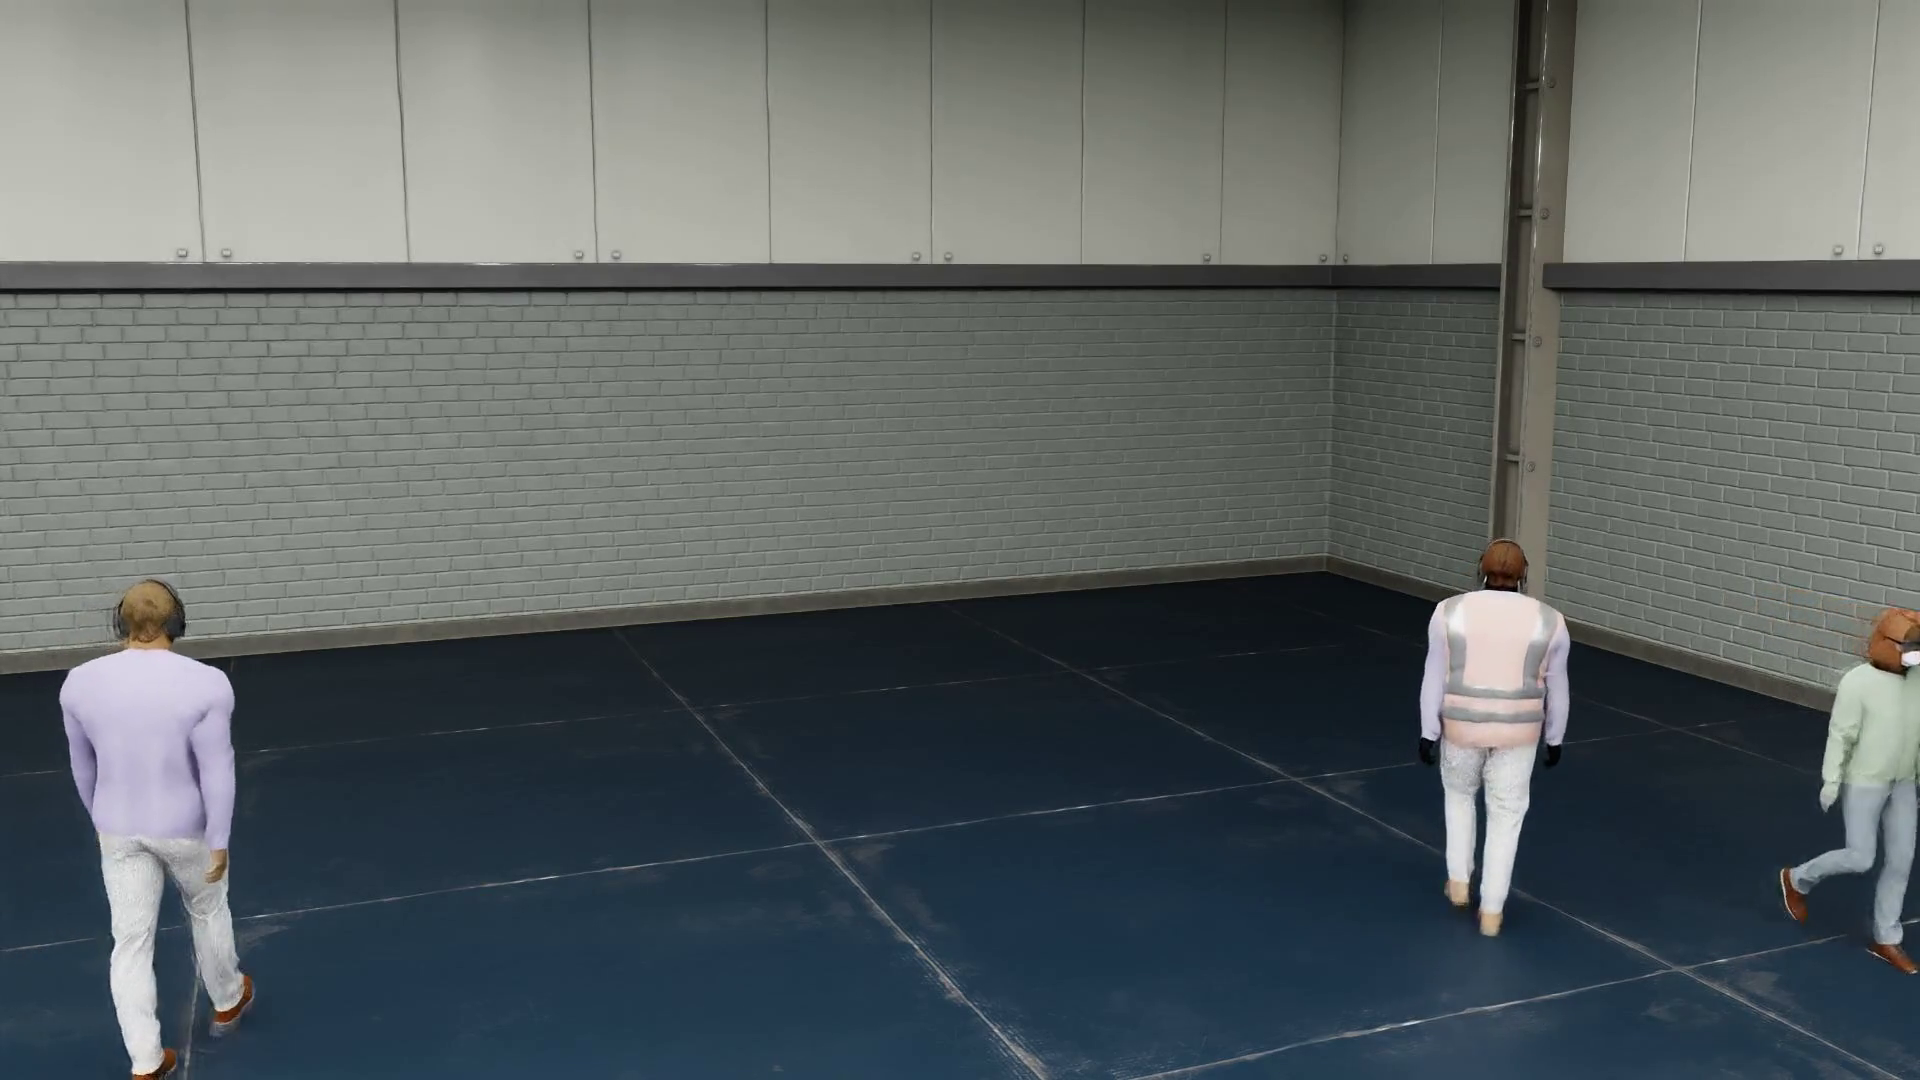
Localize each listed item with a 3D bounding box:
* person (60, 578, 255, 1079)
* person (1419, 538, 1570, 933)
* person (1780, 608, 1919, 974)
[{"bbox_3d":[-3.053,1.078,6.417,0.637,1.897,0.943,-1,9,-9],"label":"person"},{"bbox_3d":[2.513,0.884,7.841,0.662,1.821,0.684,3,9,17],"label":"person"},{"bbox_3d":[4.024,1.063,7.381,0.530,1.610,0.550,-2,9,-15],"label":"person"}]
